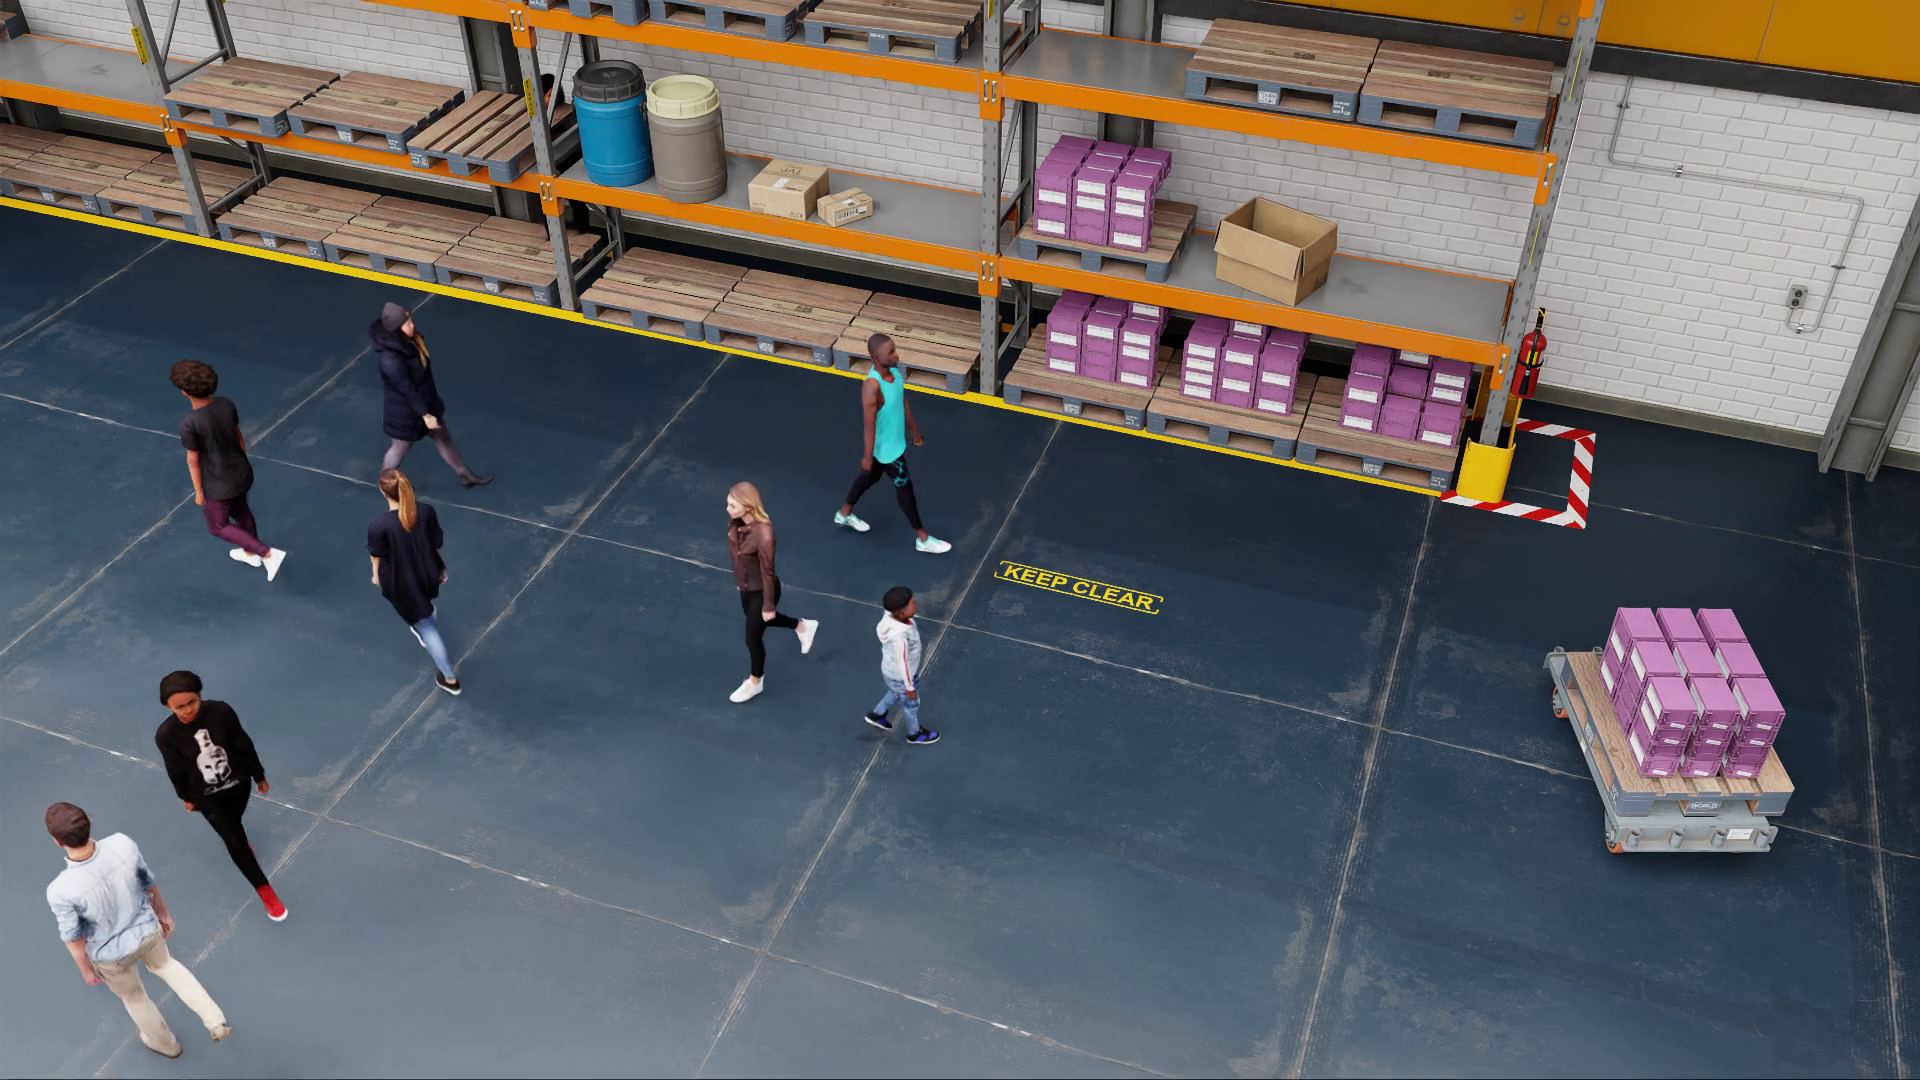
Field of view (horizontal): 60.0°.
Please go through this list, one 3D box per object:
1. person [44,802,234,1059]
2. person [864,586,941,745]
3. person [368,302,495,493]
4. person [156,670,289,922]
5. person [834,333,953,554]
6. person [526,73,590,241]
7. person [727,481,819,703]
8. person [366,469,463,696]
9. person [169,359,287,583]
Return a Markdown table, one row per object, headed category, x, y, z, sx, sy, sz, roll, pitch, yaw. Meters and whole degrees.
| category | x | y | z | sx | sy | sz | roll | pitch | yaw |
| --- | --- | --- | --- | --- | --- | --- | --- | --- | --- |
| person | -4.135 | 2.048 | 8.348 | 0.904 | 1.835 | 0.736 | 19 | 43 | 23 |
| person | -0.402 | 0.789 | 10.391 | 0.779 | 1.253 | 0.656 | -5 | 39 | -6 |
| person | -4.138 | -0.973 | 12.297 | 1.165 | 1.627 | 0.885 | 0 | 39 | 1 |
| person | -4.205 | 1.335 | 9.397 | 0.954 | 1.639 | 1.179 | -29 | 47 | -31 |
| person | -0.617 | -0.699 | 11.844 | 1.182 | 1.765 | 0.695 | 9 | 39 | 11 |
| person | -3.658 | -3.406 | 15.193 | 0.770 | 1.815 | 0.830 | -16 | 41 | -19 |
| person | -1.227 | 0.290 | 10.668 | 1.003 | 1.686 | 1.011 | -23 | 44 | -27 |
| person | -3.446 | 0.309 | 10.675 | 0.912 | 1.648 | 1.113 | -32 | 48 | -33 |
| person | -5.063 | -0.445 | 11.523 | 0.857 | 1.768 | 0.643 | 12 | 40 | 14 |
